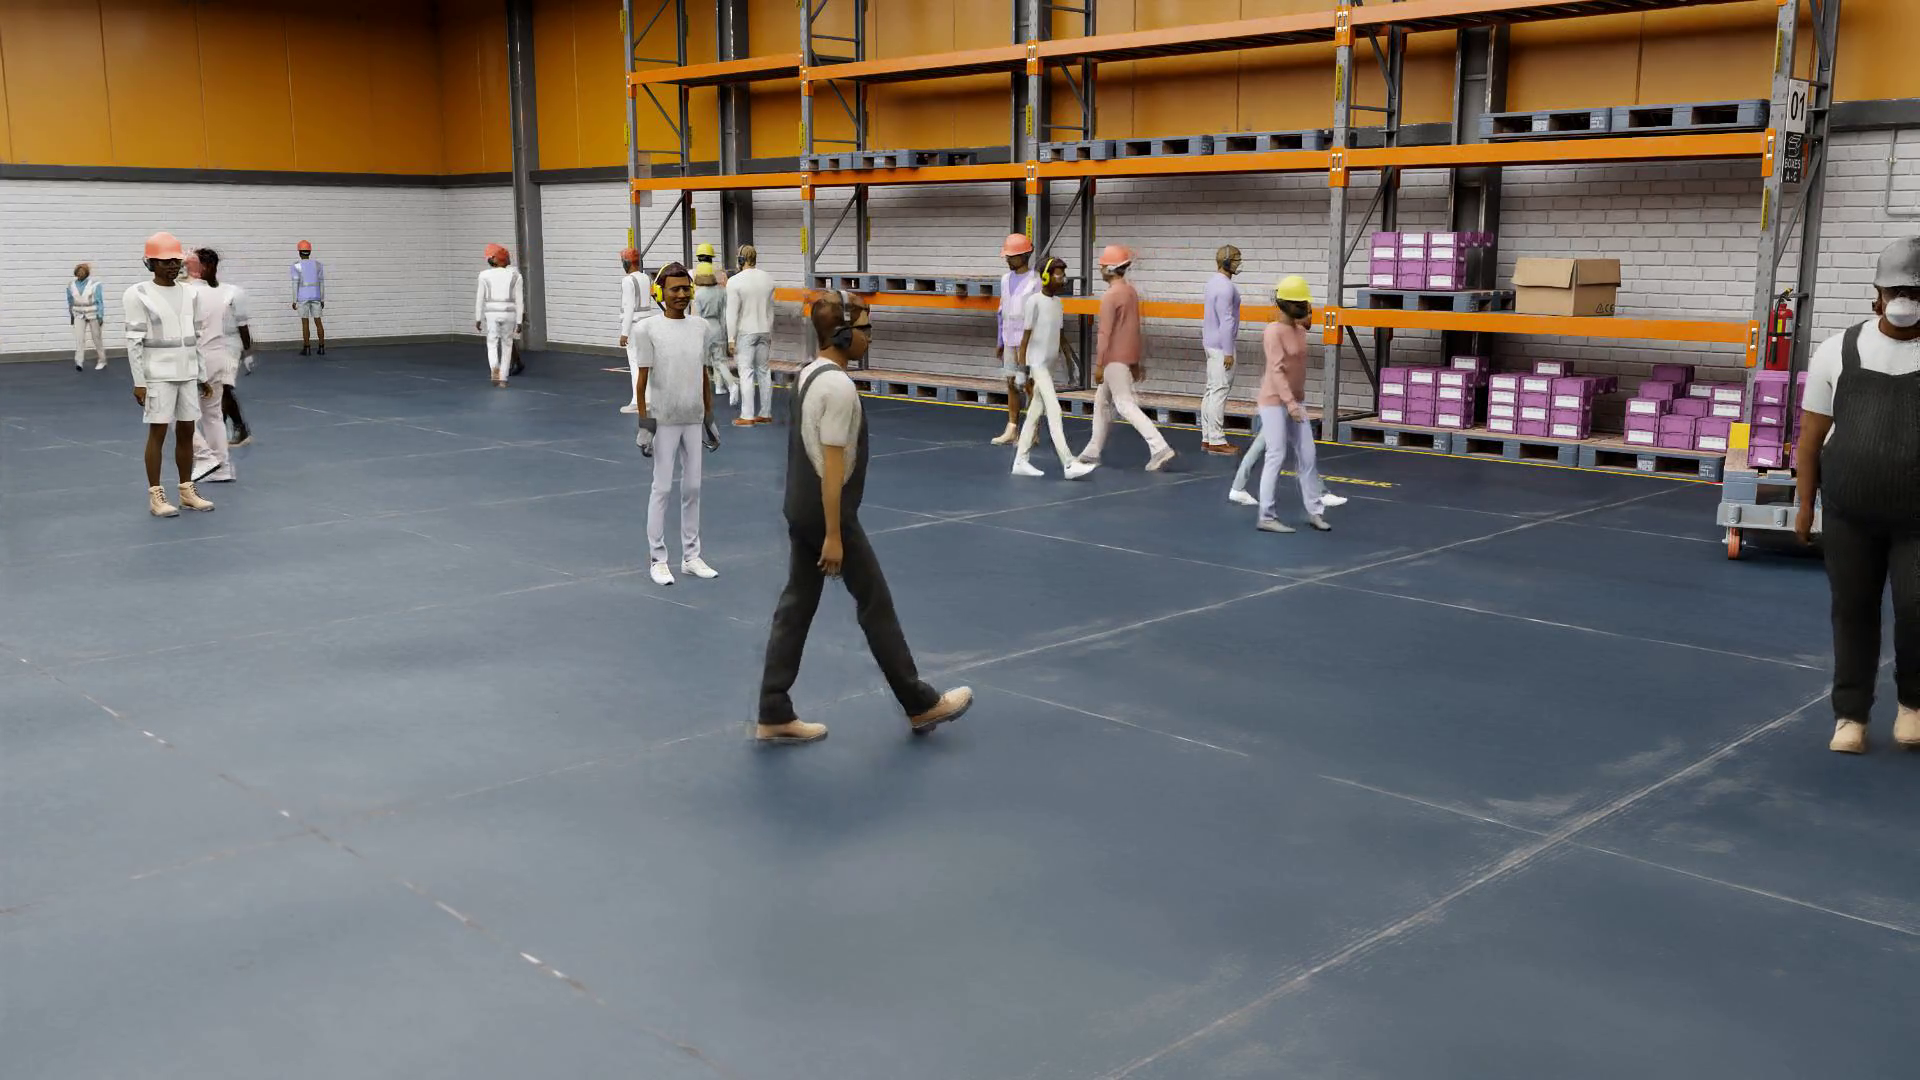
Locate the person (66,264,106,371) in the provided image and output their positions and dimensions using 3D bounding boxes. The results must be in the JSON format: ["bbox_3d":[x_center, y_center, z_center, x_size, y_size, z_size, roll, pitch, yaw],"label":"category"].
[{"bbox_3d":[-13.067,-3.321,24.864,0.543,1.591,0.878,-1,10,-8],"label":"person"}]

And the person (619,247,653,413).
[{"bbox_3d":[-3.715,-2.398,19.046,0.355,1.885,0.573,3,11,16],"label":"person"}]

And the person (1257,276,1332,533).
[{"bbox_3d":[2.274,-0.908,11.303,0.442,1.749,0.543,10,14,43],"label":"person"}]

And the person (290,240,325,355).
[{"bbox_3d":[-11.022,-4.088,28.113,0.543,1.939,0.360,-9,14,-40],"label":"person"}]

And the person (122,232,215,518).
[{"bbox_3d":[-5.689,-1.192,12.035,0.393,2.041,0.613,6,12,28],"label":"person"}]

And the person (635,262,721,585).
[{"bbox_3d":[-1.641,-0.680,9.723,0.538,1.869,0.312,-9,13,-39],"label":"person"}]

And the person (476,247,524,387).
[{"bbox_3d":[-6.086,-2.931,22.016,0.635,1.862,0.719,-2,11,-12],"label":"person"}]

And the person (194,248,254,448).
[{"bbox_3d":[-6.954,-1.771,15.576,0.617,1.914,1.016,1,10,8],"label":"person"}]

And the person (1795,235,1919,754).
[{"bbox_3d":[3.584,-0.161,6.422,0.713,2.000,0.536,8,13,39],"label":"person"}]

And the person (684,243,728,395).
[{"bbox_3d":[-3.213,-2.788,21.066,0.594,1.922,0.376,-1,10,-5],"label":"person"}]

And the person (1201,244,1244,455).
[{"bbox_3d":[2.426,-1.757,15.404,0.353,1.937,0.635,0,10,-2],"label":"person"}]

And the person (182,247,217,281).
[{"bbox_3d":[-9.309,-2.593,20.126,0.772,1.878,0.675,-1,10,-3],"label":"person"}]

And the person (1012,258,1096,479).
[{"bbox_3d":[0.810,-1.410,13.823,0.927,1.819,0.537,6,12,30],"label":"person"}]

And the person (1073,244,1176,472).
[{"bbox_3d":[1.427,-1.563,14.337,1.013,1.953,0.630,5,12,26],"label":"person"}]

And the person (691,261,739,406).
[{"bbox_3d":[-2.917,-2.404,19.518,0.491,1.722,0.718,-10,14,-42],"label":"person"}]

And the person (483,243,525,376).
[{"bbox_3d":[-6.568,-3.293,23.867,0.578,1.905,0.493,7,13,35],"label":"person"}]

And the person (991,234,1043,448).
[{"bbox_3d":[0.561,-1.889,15.864,0.392,2.035,0.605,-9,14,-41],"label":"person"}]

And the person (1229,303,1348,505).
[{"bbox_3d":[2.441,-1.028,12.428,0.901,1.578,0.519,-1,10,-6],"label":"person"}]

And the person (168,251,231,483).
[{"bbox_3d":[-6.203,-1.383,13.488,0.457,1.888,0.687,0,10,-2],"label":"person"}]

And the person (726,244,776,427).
[{"bbox_3d":[-2.217,-2.161,17.647,0.368,1.932,0.622,10,14,44],"label":"person"}]

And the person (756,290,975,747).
[{"bbox_3d":[-0.404,-0.076,6.612,0.939,1.798,0.535,-5,11,-24],"label":"person"}]
